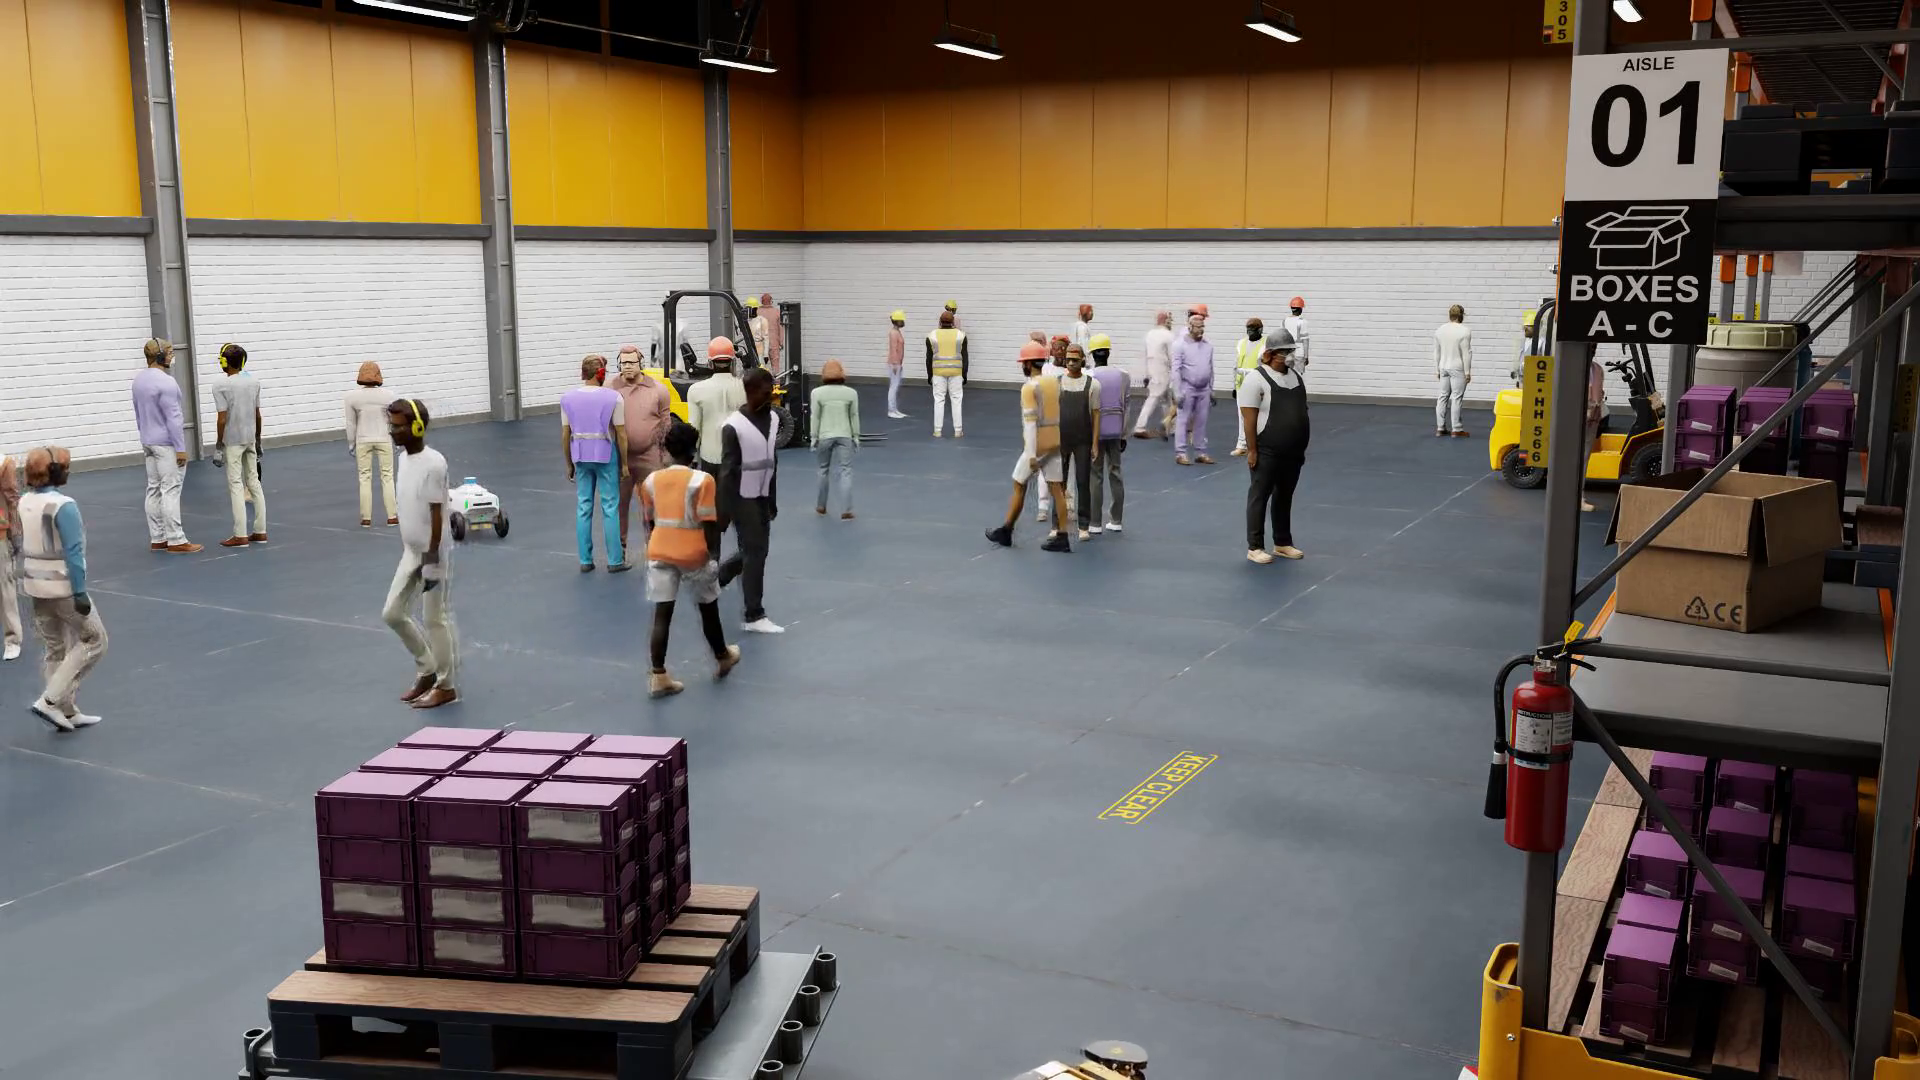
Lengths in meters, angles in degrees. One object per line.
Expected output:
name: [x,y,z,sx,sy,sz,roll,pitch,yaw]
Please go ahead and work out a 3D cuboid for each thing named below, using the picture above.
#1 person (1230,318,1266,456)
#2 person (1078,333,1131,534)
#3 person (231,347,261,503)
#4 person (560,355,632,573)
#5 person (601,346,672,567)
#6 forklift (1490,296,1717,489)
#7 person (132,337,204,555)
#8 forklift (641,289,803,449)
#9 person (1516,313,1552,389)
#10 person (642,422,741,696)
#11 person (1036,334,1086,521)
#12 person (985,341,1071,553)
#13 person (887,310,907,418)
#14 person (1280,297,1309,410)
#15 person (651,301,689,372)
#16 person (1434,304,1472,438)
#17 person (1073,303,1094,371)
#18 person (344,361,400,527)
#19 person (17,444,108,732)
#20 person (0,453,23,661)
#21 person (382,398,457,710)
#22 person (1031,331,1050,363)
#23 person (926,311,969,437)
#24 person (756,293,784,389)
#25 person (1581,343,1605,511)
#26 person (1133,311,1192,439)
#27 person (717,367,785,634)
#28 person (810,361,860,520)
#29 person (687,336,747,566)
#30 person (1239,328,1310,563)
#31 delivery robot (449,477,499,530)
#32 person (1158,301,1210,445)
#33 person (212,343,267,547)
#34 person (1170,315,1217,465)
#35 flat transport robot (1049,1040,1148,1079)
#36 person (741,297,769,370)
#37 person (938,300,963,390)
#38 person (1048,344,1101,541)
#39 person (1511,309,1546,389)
person: [3.843,-1.996,21.865,0.633,1.841,0.429,8,13,40]
person: [1.353,-1.012,15.941,0.584,1.919,0.382,-5,11,-27]
person: [-7.738,-1.245,17.931,0.321,1.697,0.530,-1,10,-6]
person: [-3.058,-0.629,13.962,0.564,1.837,0.388,2,10,9]
person: [-2.779,-0.701,14.178,0.651,1.906,0.403,-1,10,-7]
forklift: [7.296,-1.677,18.993,2.313,2.155,1.214,5,11,27]
person: [-7.100,-0.831,14.840,0.631,1.940,0.372,7,12,36]
forklift: [-3.358,-2.392,23.136,2.313,2.155,1.214,-1,10,-5]
person: [8.143,-2.313,23.726,0.404,1.829,0.600,-4,11,-22]
person: [-1.676,0.099,10.274,0.575,1.639,0.871,4,11,23]
person: [0.994,-1.121,16.681,0.572,1.883,0.356,0,10,-1]
person: [0.643,-0.846,15.058,0.937,1.885,0.546,8,13,40]
person: [-1.016,-2.868,27.138,0.331,1.765,0.533,1,10,6]
person: [5.745,-3.187,28.477,0.545,1.938,0.357,9,14,44]
person: [-4.809,-3.020,27.607,0.623,1.923,1.021,0,10,-2]
person: [7.204,-2.463,24.286,0.373,1.940,0.629,-7,12,-35]
person: [2.063,-2.918,27.128,0.471,1.862,0.607,0,10,2]
person: [-5.757,-0.938,16.337,0.500,1.633,0.279,-3,10,-15]
person: [-5.012,0.282,9.268,0.534,1.626,0.364,6,12,33]
person: [-6.459,-0.013,10.963,0.522,1.640,0.306,-2,10,-9]
person: [-3.166,0.093,9.756,0.512,1.854,0.417,8,13,40]
person: [1.100,-2.014,22.584,0.317,1.632,0.526,0,10,-2]
person: [-0.188,-2.424,24.344,0.626,1.844,0.429,0,10,-2]
person: [-3.731,-3.832,32.302,0.642,1.909,0.408,-1,10,-4]
person: [6.420,-1.195,17.237,0.625,1.840,0.430,-5,11,-26]
person: [2.936,-2.389,24.126,1.045,1.852,0.632,-4,10,-20]
person: [-1.584,-0.295,11.867,0.734,1.894,0.613,4,11,24]
person: [-1.280,-1.016,16.918,0.527,1.592,0.692,-2,10,-14]
person: [-1.961,-0.694,13.873,0.612,1.997,0.375,-3,10,-15]
person: [2.790,-0.824,14.500,0.687,2.000,0.538,-7,12,-34]
delivery robot: [-4.647,-0.354,15.808,0.477,0.478,0.707,-6,12,-33]
person: [3.145,-2.296,23.087,0.742,2.014,0.636,-7,12,-34]
person: [-6.624,-0.869,15.257,0.328,1.872,0.513,5,11,25]
person: [2.981,-1.903,21.141,0.651,1.907,0.401,-5,11,-27]
flat transport robot: [0.179,1.775,4.571,1.431,0.197,0.652,-9,13,-42]
person: [-3.618,-3.307,29.271,0.599,1.913,0.424,8,12,38]
person: [-0.178,-3.796,32.508,0.533,1.765,0.325,7,12,34]
person: [1.056,-0.907,15.548,0.506,1.846,0.346,2,10,10]
person: [8.988,-2.729,26.223,0.599,1.810,0.770,-4,11,-23]
